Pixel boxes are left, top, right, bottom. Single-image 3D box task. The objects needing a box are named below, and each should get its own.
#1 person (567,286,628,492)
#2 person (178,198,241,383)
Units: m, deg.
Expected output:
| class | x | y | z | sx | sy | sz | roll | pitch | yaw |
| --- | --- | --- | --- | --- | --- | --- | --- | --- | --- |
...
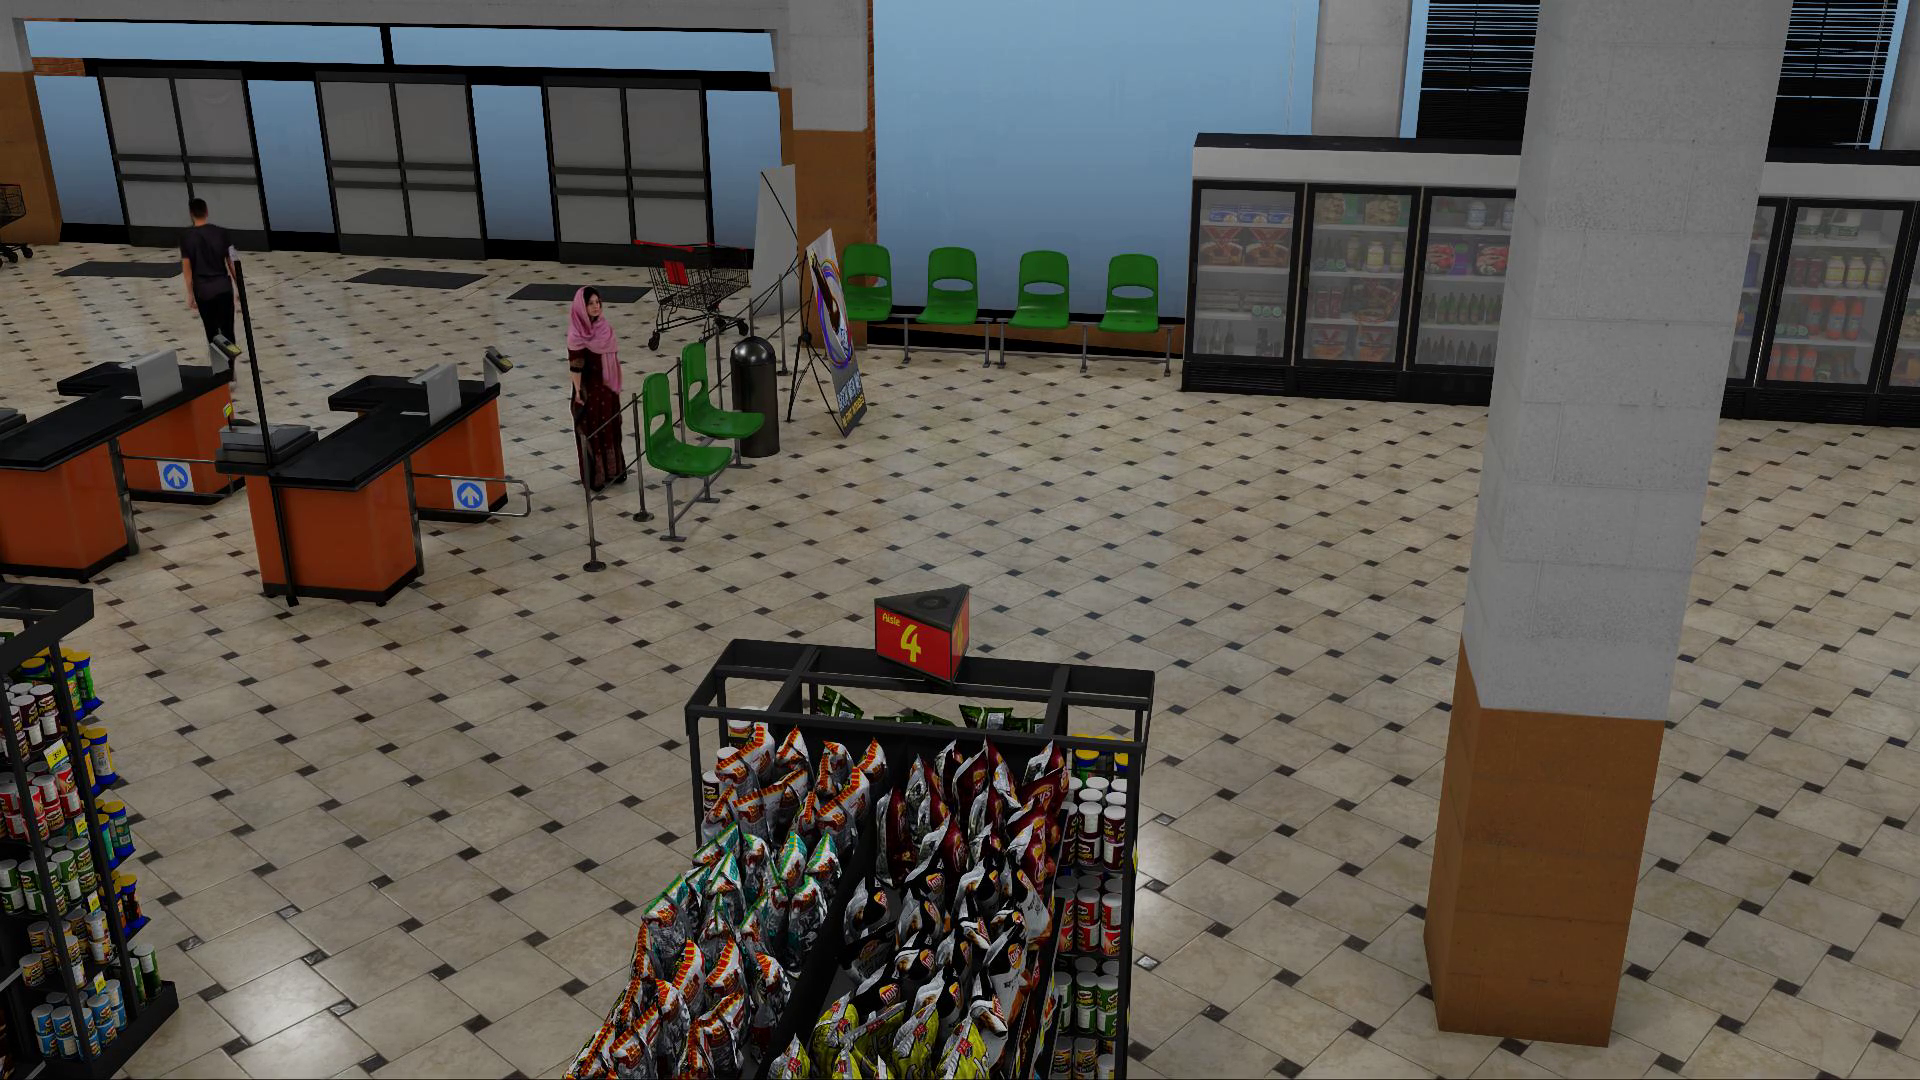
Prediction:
| class | x | y | z | sx | sy | sz | roll | pitch | yaw |
| --- | --- | --- | --- | --- | --- | --- | --- | --- | --- |
| person | -2.885 | -1.210 | 13.154 | 0.806 | 1.639 | 0.679 | 14 | 26 | 30 |
| person | -7.102 | -2.331 | 15.830 | 1.066 | 1.723 | 1.263 | -9 | 23 | -21 |
